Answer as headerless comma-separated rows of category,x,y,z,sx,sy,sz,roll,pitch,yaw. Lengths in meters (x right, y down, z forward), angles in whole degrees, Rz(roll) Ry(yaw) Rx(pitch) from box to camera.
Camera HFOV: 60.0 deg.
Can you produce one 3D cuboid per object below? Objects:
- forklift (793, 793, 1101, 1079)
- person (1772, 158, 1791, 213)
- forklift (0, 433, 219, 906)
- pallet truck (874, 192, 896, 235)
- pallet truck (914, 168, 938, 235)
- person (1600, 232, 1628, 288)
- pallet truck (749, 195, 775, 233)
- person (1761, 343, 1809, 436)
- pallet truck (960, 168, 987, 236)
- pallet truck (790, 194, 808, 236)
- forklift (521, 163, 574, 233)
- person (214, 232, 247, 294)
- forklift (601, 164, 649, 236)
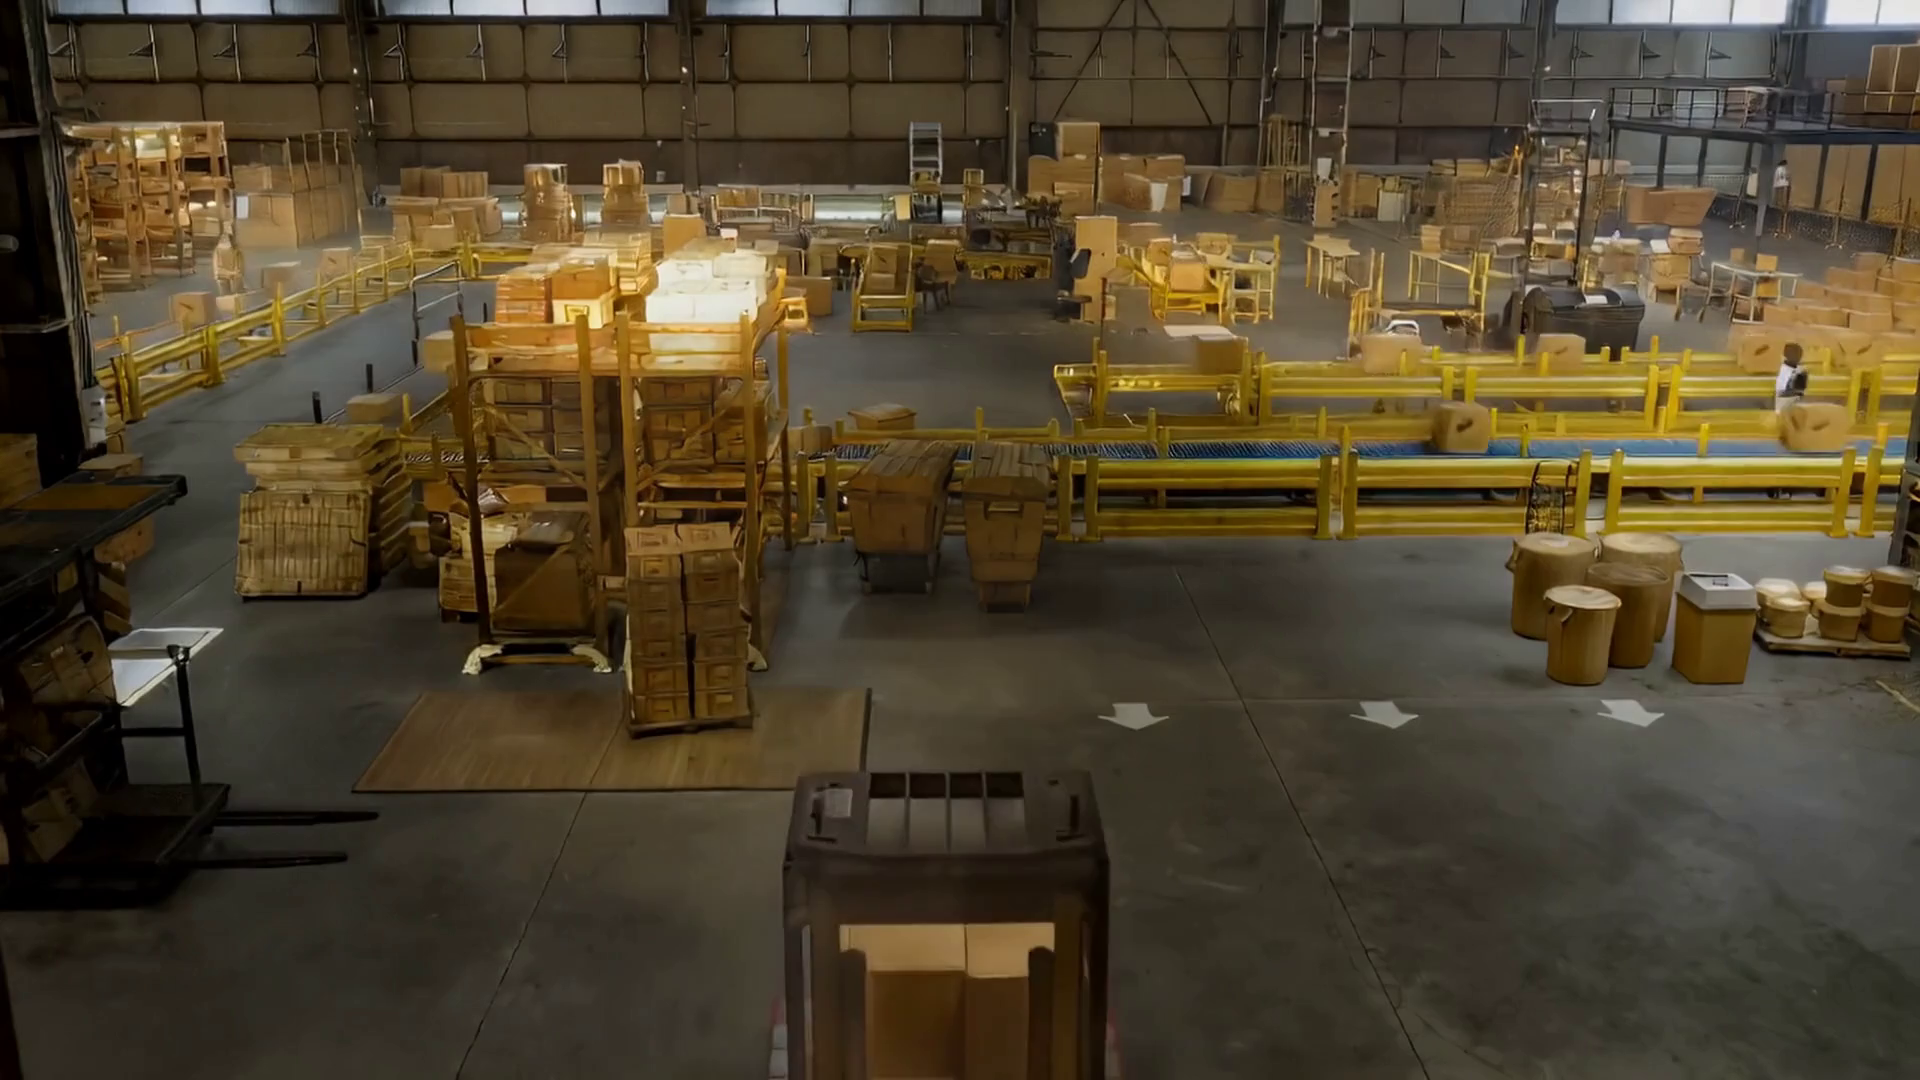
forklift,-0.041,2.180,5.498,1.129,2.768,1.873,0,16,-1
person,28.356,-12.256,57.475,0.610,1.869,0.419,0,16,-1
forklift,-5.952,0.780,10.366,1.873,2.768,1.129,0,16,-1
pallet truck,-2.277,-9.986,50.594,0.653,1.274,1.630,0,16,-1
pallet truck,-0.989,-10.316,50.507,0.823,1.965,1.885,1,16,3
person,13.321,-5.409,33.904,0.541,1.730,0.623,2,16,6
pallet truck,-6.051,-9.967,50.660,0.680,1.201,1.601,0,16,-1
person,10.452,-1.676,21.085,0.886,1.646,0.548,0,16,0
pallet truck,0.383,-10.230,50.206,0.823,1.965,1.885,-1,16,-3
pallet truck,-4.814,-9.883,50.259,0.704,1.261,1.522,-1,16,-3
forklift,-12.233,-10.122,49.298,1.157,1.987,2.680,0,16,-1
person,-14.543,-5.242,33.214,0.600,1.814,0.673,-2,16,-6
forklift,-9.948,-10.127,49.296,1.157,1.987,2.680,-1,16,-3
